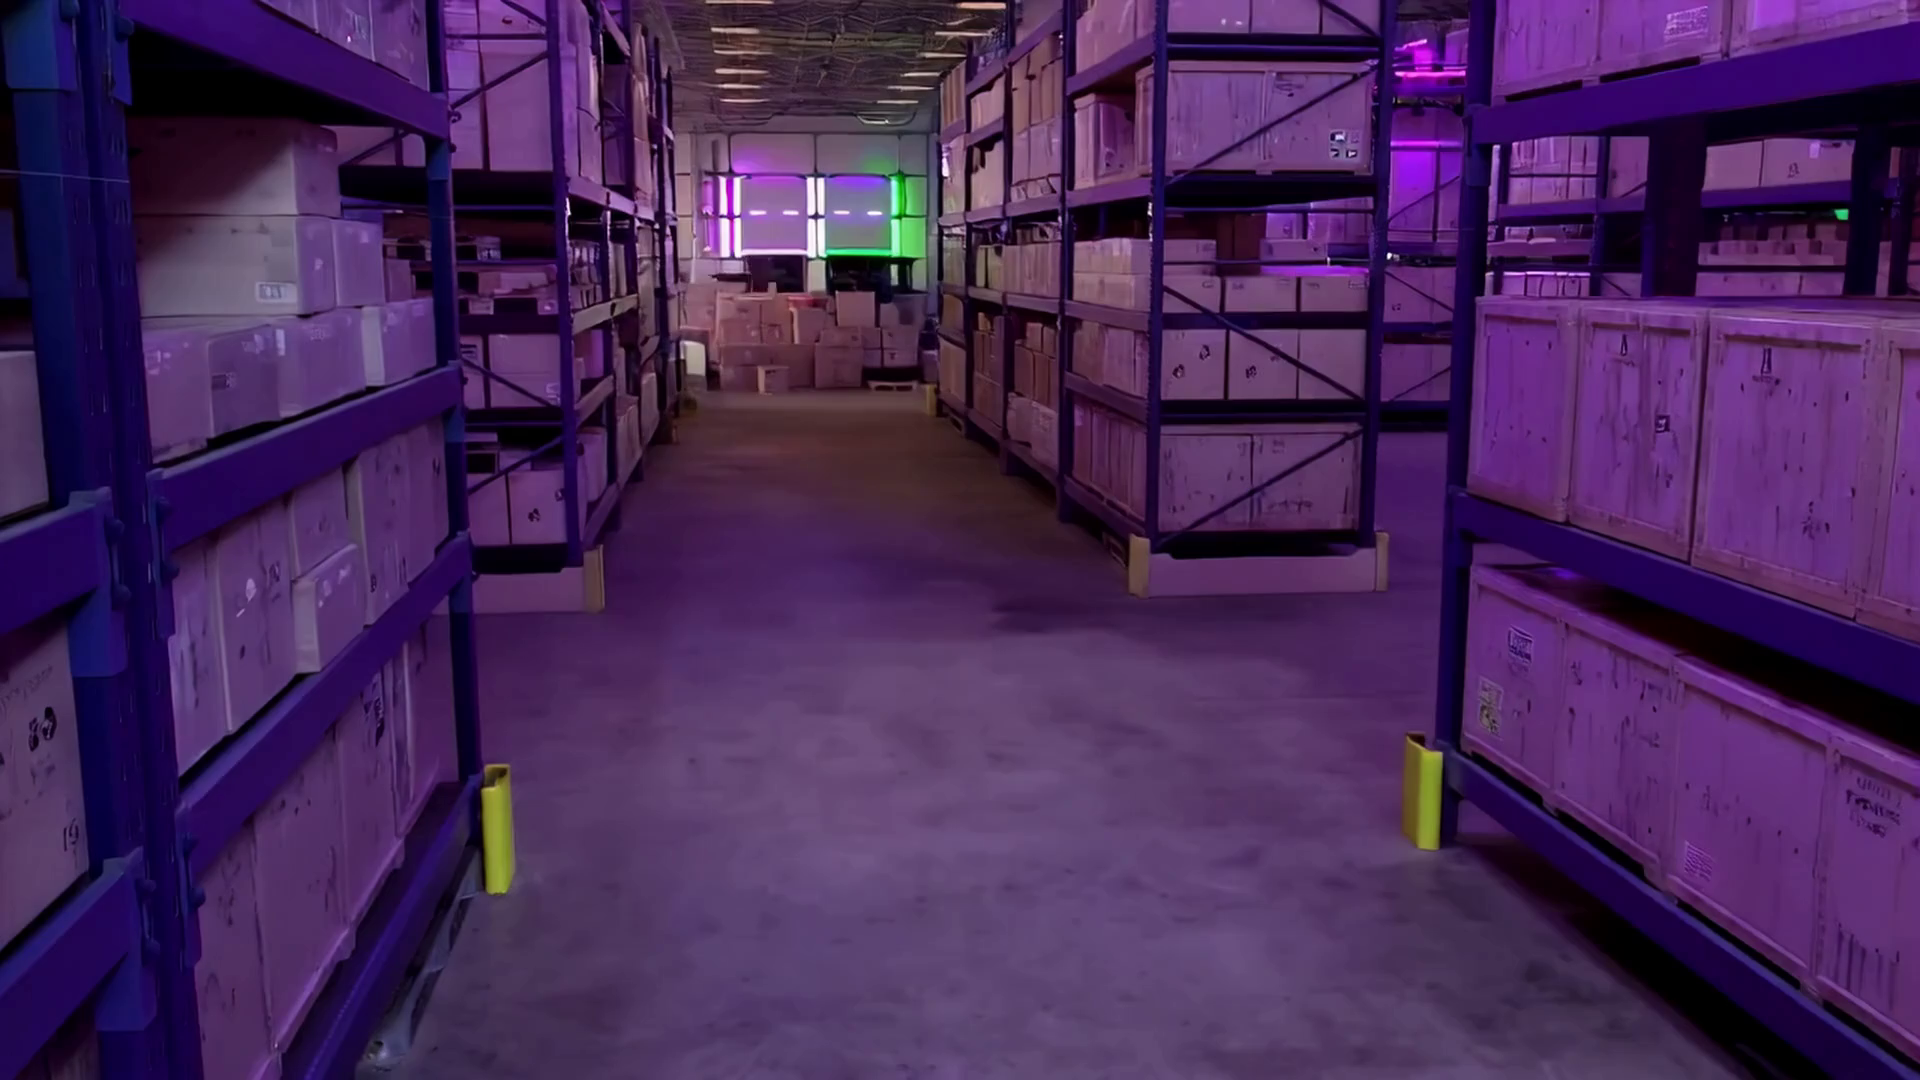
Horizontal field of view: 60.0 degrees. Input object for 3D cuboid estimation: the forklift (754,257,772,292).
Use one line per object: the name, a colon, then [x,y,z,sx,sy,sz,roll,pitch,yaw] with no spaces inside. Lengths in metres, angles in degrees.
forklift: [-4.657,-5.260,39.190,1.873,2.768,1.129,-1,10,-8]

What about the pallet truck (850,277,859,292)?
pallet truck: [-3.782,-9.391,65.808,1.885,1.965,0.823,2,10,10]

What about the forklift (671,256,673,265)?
forklift: [-11.189,-9.344,62.964,1.129,2.768,1.873,-1,10,-7]

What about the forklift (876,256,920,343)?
forklift: [-2.206,-7.869,54.379,1.129,2.768,1.873,-5,11,-26]
